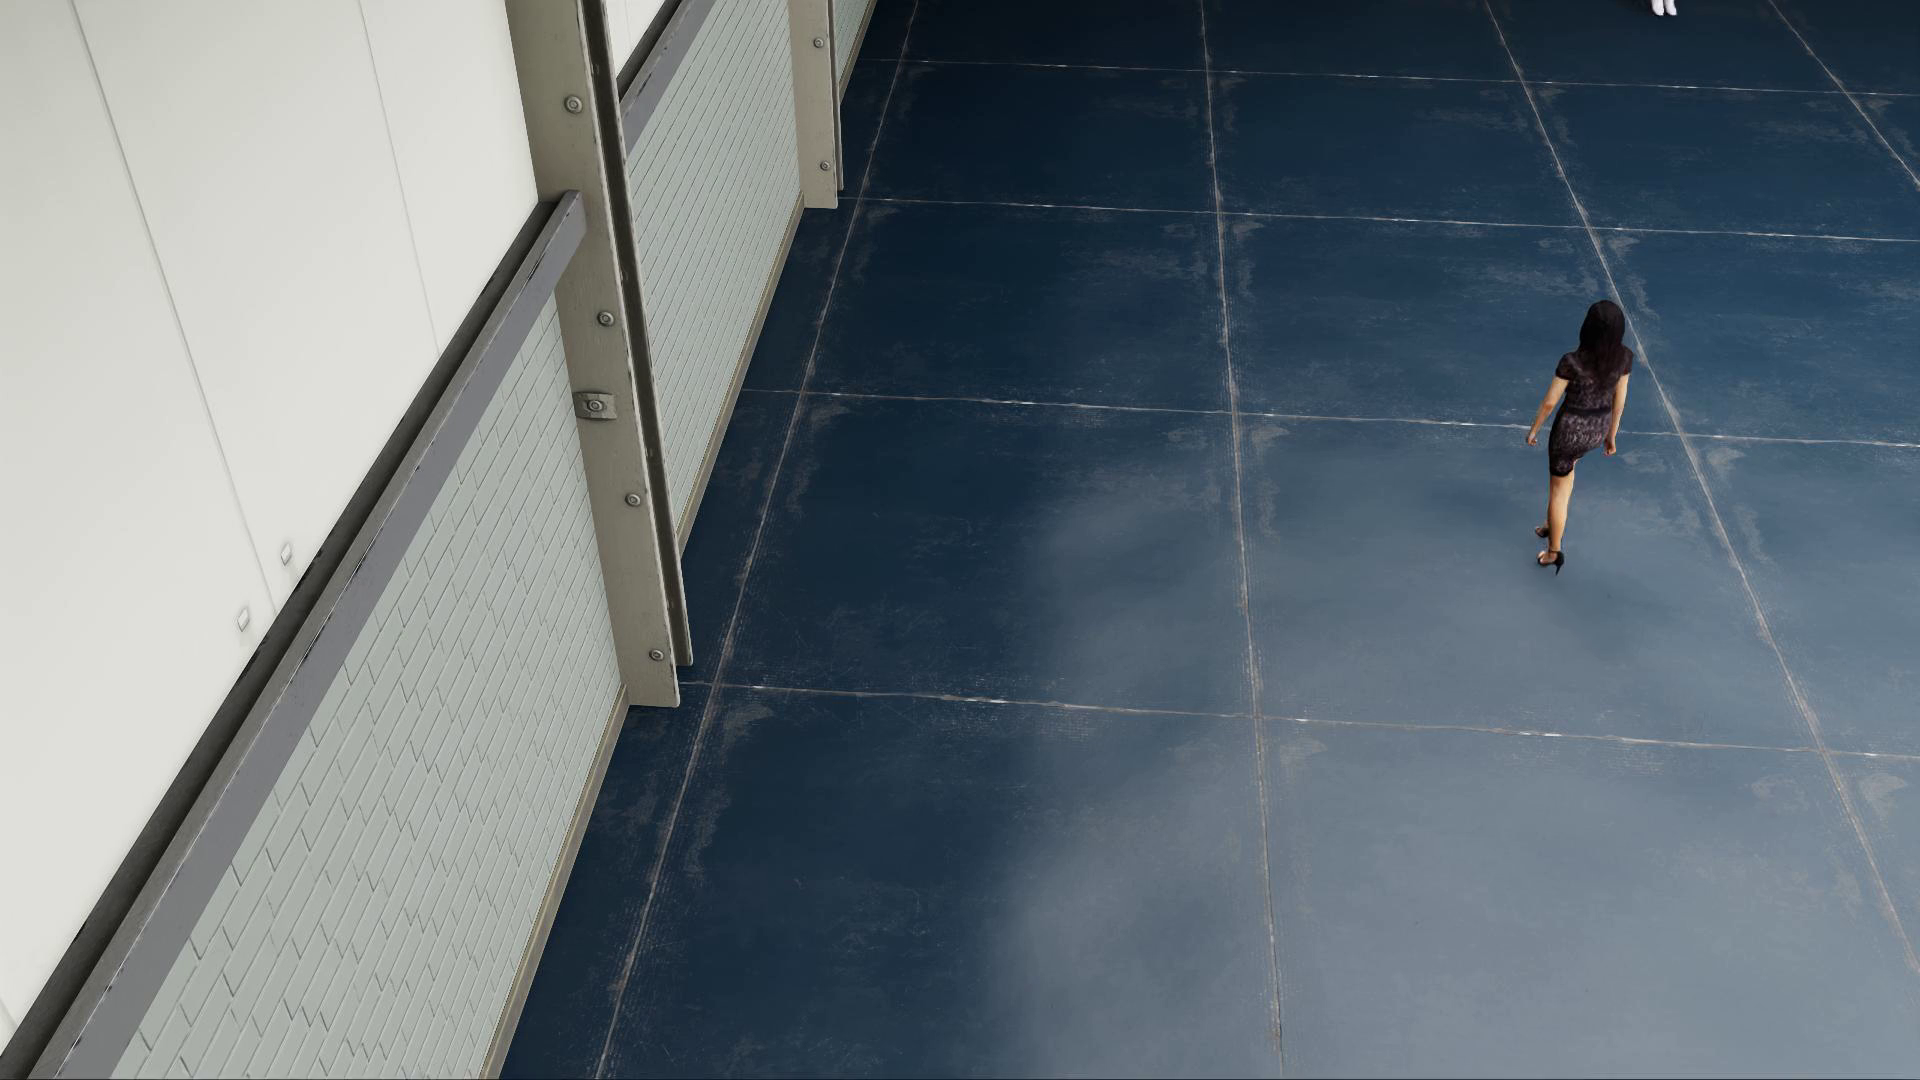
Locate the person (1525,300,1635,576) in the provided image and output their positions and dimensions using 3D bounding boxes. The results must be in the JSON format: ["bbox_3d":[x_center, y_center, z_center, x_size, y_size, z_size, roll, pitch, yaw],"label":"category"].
[{"bbox_3d":[3.574,-0.522,9.542,0.731,1.773,0.758,-8,39,-10],"label":"person"}]
